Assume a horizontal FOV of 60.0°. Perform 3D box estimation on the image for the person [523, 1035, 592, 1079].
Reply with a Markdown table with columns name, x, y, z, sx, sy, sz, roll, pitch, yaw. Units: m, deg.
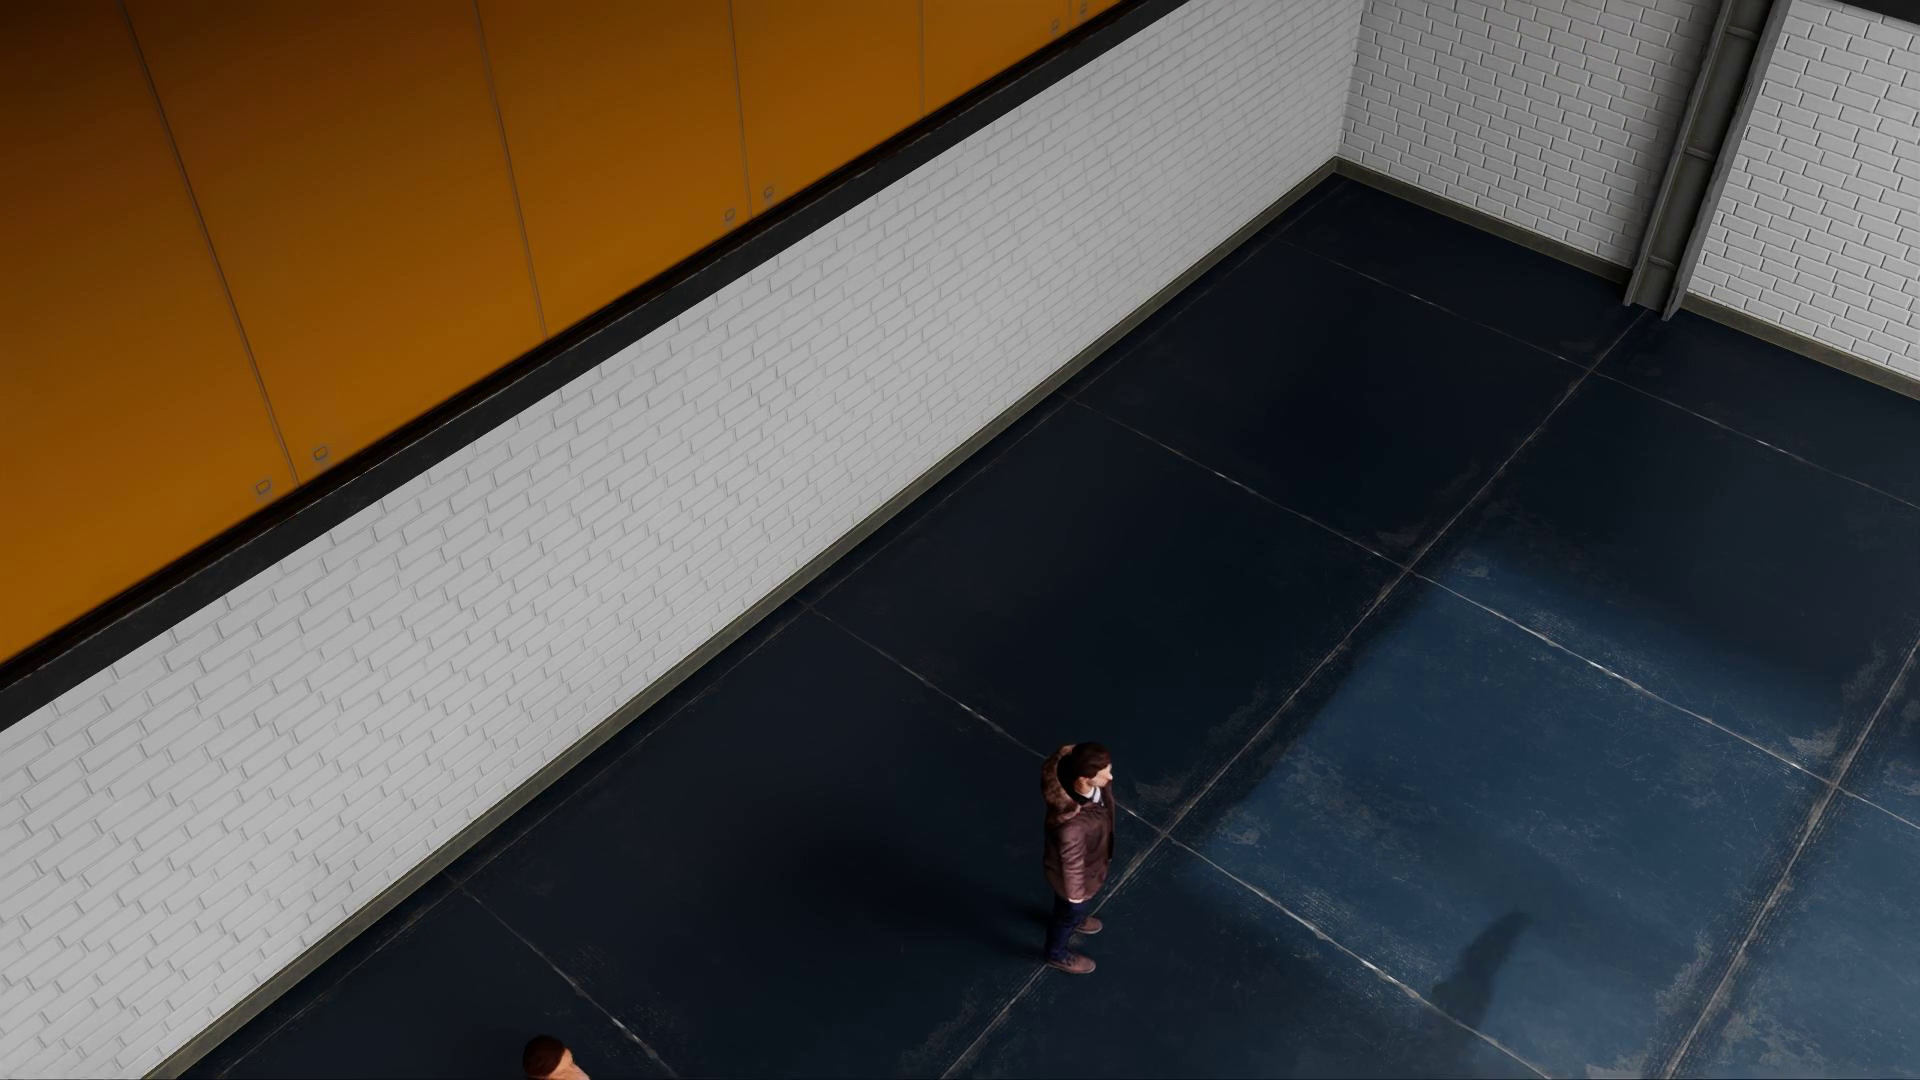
| name | x | y | z | sx | sy | sz | roll | pitch | yaw |
| --- | --- | --- | --- | --- | --- | --- | --- | --- | --- |
| person | -1.944 | 2.797 | 7.771 | 1.122 | 1.805 | 0.966 | 4 | 44 | 4 |

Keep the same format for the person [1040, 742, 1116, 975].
| name | x | y | z | sx | sy | sz | roll | pitch | yaw |
| --- | --- | --- | --- | --- | --- | --- | --- | --- | --- |
| person | 0.616 | 1.679 | 8.922 | 0.844 | 1.838 | 0.858 | 8 | 44 | 8 |
